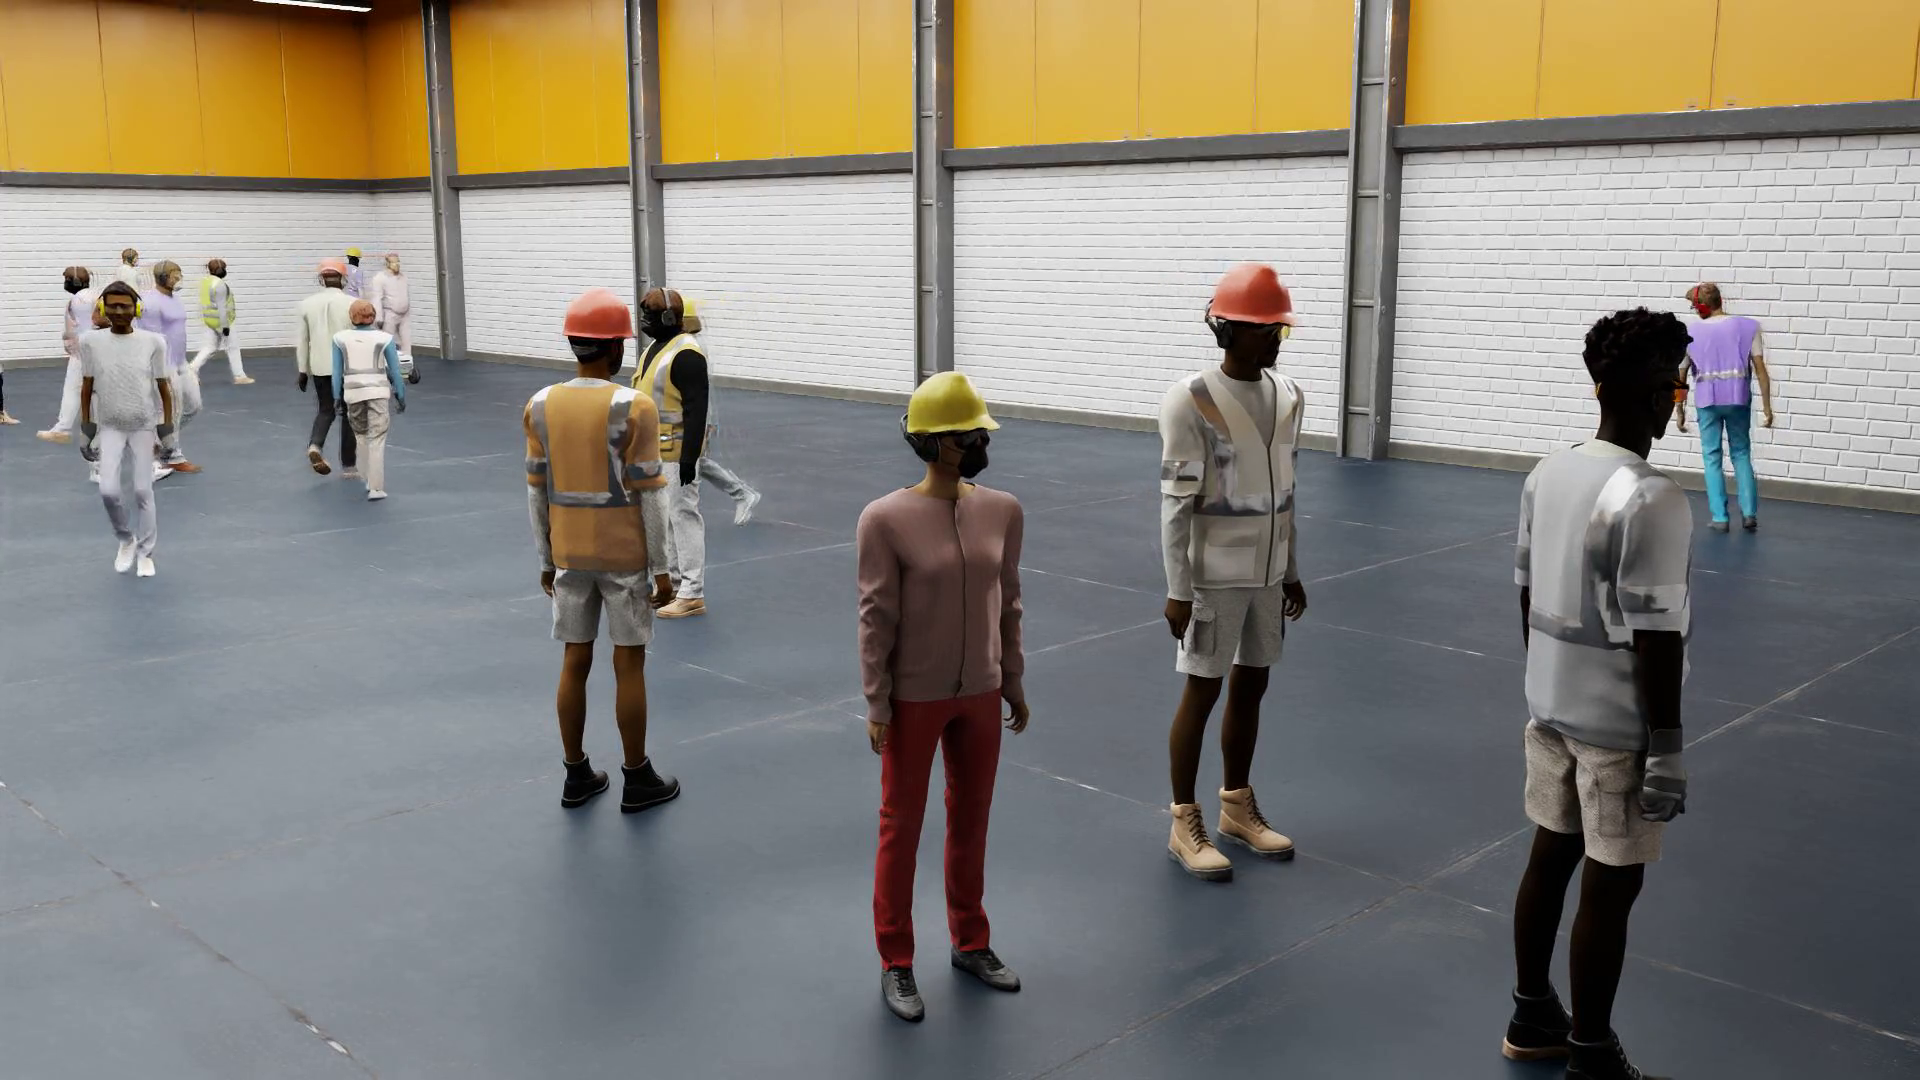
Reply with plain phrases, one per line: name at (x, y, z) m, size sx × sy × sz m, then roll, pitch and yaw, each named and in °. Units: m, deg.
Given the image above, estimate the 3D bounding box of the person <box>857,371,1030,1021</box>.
person at (-0.037, 0.422, 4.591) m, size 0.525 × 1.771 × 0.310 m, roll -7°, pitch 12°, yaw -32°

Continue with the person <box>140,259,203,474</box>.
person at (-7.066, -1.538, 14.853) m, size 0.457 × 1.923 × 0.642 m, roll 1°, pitch 10°, yaw 3°

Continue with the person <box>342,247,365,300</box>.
person at (-10.830, -4.268, 29.758) m, size 0.580 × 1.918 × 0.390 m, roll 6°, pitch 12°, yaw 32°

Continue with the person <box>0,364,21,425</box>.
person at (-11.025, -2.096, 18.587) m, size 0.715 × 1.673 × 0.543 m, roll -1°, pitch 10°, yaw -6°

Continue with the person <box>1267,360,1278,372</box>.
person at (1.823, -0.606, 9.963) m, size 0.398 × 1.852 × 0.549 m, roll 1°, pitch 10°, yaw 3°

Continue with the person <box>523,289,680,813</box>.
person at (-1.314, 0.049, 6.160) m, size 0.552 × 1.937 × 0.356 m, roll 3°, pitch 11°, yaw 17°

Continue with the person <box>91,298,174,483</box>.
person at (-7.167, -1.256, 14.201) m, size 0.807 × 1.596 × 0.509 m, roll 5°, pitch 11°, yaw 25°

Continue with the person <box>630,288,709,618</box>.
person at (-1.640, -0.489, 9.352) m, size 0.429 × 1.842 × 0.637 m, roll -6°, pitch 12°, yaw -30°

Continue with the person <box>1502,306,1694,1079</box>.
person at (1.583, 0.416, 4.075) m, size 0.361 × 1.965 × 0.614 m, roll -2°, pitch 11°, yaw -9°

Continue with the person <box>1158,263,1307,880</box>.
person at (0.942, 0.106, 5.562) m, size 0.616 × 2.039 × 0.384 m, roll -8°, pitch 13°, yaw -36°

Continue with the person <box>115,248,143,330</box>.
person at (-12.824, -3.544, 25.762) m, size 0.370 × 1.934 × 0.627 m, roll -10°, pitch 14°, yaw -44°

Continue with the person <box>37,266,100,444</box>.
person at (-9.079, -1.887, 17.052) m, size 0.877 × 1.809 × 0.658 m, roll -2°, pitch 11°, yaw -10°

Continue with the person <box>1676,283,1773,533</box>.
person at (5.485, -0.950, 12.003) m, size 0.672 × 1.789 × 0.413 m, roll 3°, pitch 11°, yaw 18°

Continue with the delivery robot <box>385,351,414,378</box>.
delivery robot at (-8.166, -2.555, 23.877) m, size 0.707 × 0.478 × 0.477 m, roll 9°, pitch 14°, yaw 41°

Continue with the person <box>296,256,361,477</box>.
person at (-5.502, -1.498, 14.569) m, size 0.620 × 1.959 × 0.712 m, roll 0°, pitch 10°, yaw 0°

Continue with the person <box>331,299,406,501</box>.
person at (-4.795, -1.148, 13.557) m, size 0.552 × 1.606 × 0.696 m, roll -1°, pitch 10°, yaw -4°

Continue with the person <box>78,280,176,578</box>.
person at (-5.187, -0.677, 10.345) m, size 0.553 × 1.855 × 0.398 m, roll -4°, pitch 11°, yaw -22°

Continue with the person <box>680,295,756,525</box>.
person at (-1.889, -0.908, 12.006) m, size 0.784 × 1.718 × 0.492 m, roll -3°, pitch 11°, yaw -16°

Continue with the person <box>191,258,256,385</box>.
person at (-10.608, -3.102, 23.709) m, size 0.635 × 1.815 × 0.876 m, roll 9°, pitch 14°, yaw 40°

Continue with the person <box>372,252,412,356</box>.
person at (-8.478, -3.349, 24.836) m, size 0.797 × 1.881 × 0.655 m, roll 7°, pitch 12°, yaw 32°
